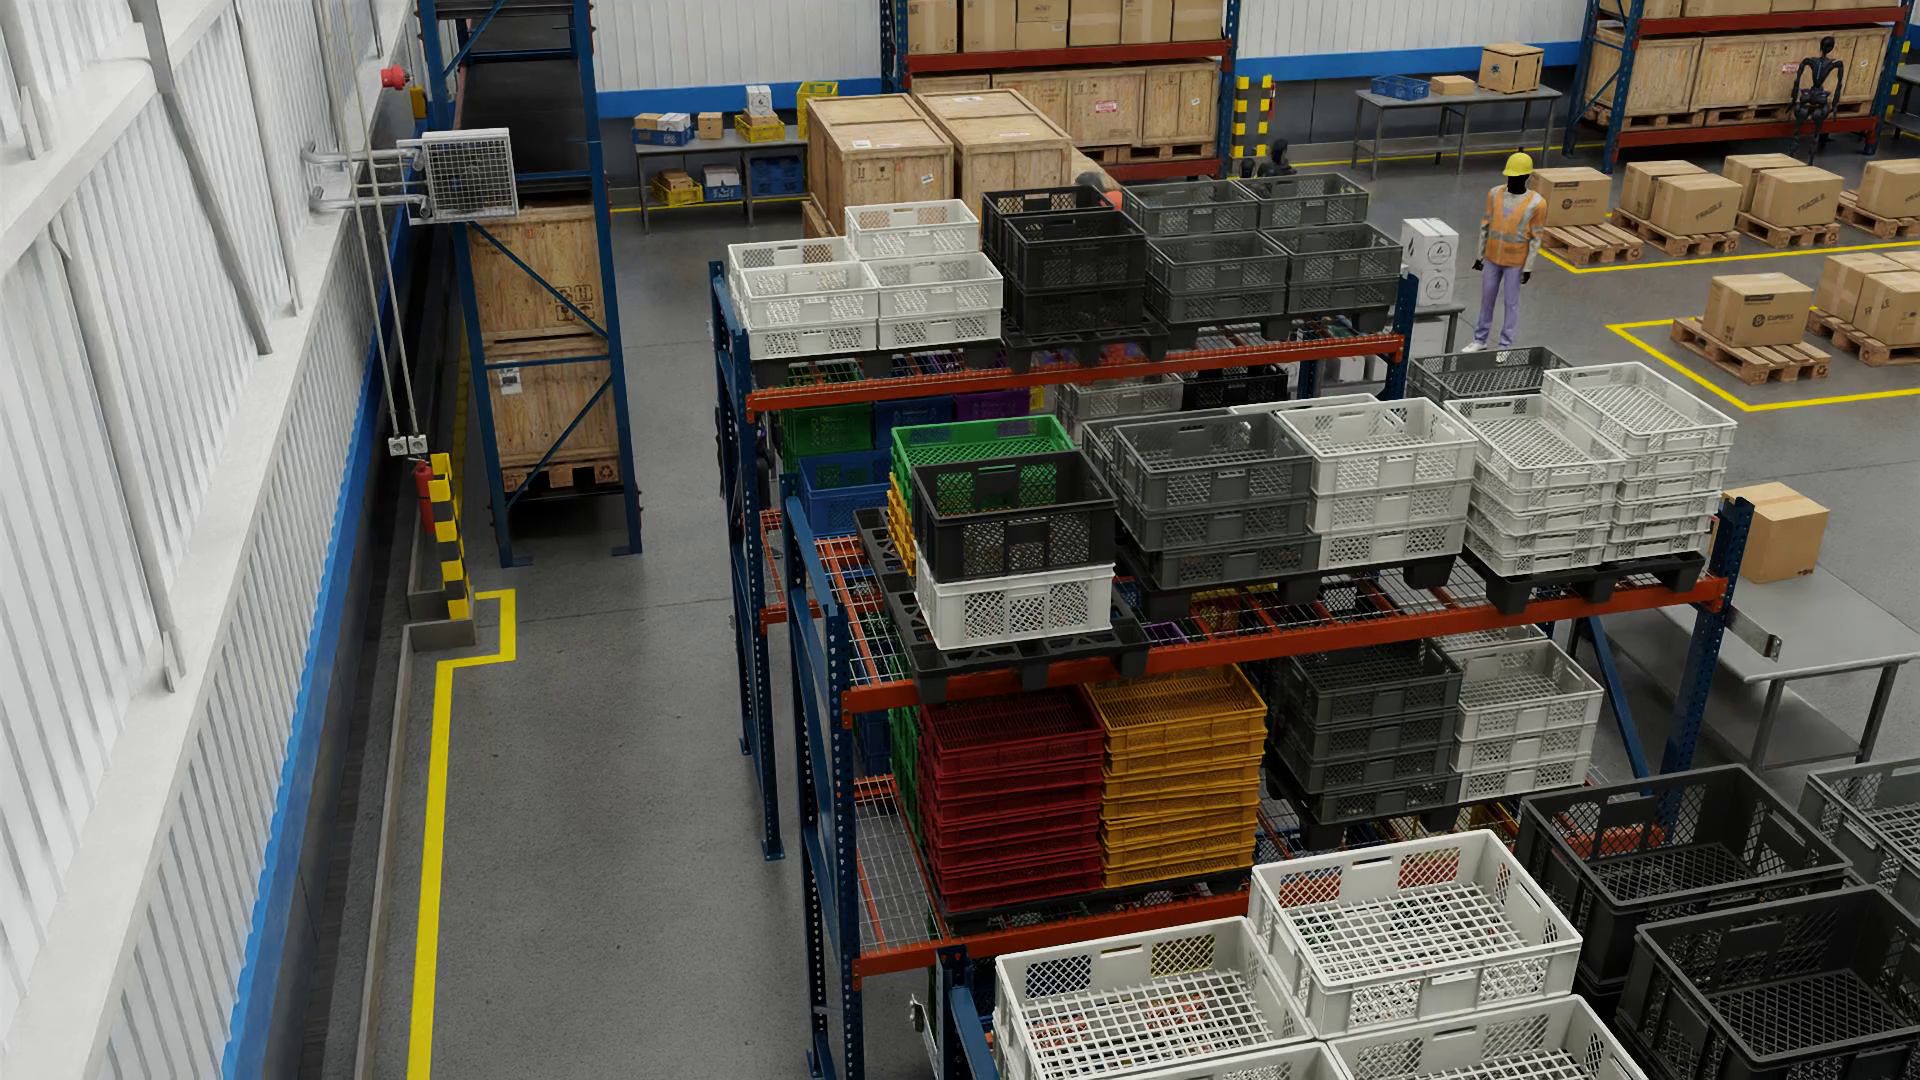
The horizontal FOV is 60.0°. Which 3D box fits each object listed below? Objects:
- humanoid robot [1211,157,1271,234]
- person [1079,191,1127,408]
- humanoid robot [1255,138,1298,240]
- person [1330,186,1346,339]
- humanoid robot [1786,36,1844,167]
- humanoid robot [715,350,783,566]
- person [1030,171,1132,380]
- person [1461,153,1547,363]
[{"bbox_3d":[2.685,-2.854,15.946,0.581,1.651,0.327,11,30,20],"label":"humanoid robot"},{"bbox_3d":[1.224,-1.915,13.831,0.621,1.991,0.394,16,32,27],"label":"person"},{"bbox_3d":[3.172,-3.193,16.595,0.418,1.641,0.692,-22,35,-36],"label":"humanoid robot"},{"bbox_3d":[3.287,-2.279,14.777,0.336,1.776,0.528,-19,33,-32],"label":"person"},{"bbox_3d":[10.749,-5.494,20.944,0.599,1.657,0.331,18,33,31],"label":"humanoid robot"},{"bbox_3d":[-1.465,-0.573,11.623,0.329,1.648,0.592,22,35,36],"label":"humanoid robot"},{"bbox_3d":[1.087,-2.337,14.582,1.021,2.000,0.707,2,28,3],"label":"person"},{"bbox_3d":[4.970,-2.573,15.150,0.585,1.927,0.359,25,37,39],"label":"person"}]
